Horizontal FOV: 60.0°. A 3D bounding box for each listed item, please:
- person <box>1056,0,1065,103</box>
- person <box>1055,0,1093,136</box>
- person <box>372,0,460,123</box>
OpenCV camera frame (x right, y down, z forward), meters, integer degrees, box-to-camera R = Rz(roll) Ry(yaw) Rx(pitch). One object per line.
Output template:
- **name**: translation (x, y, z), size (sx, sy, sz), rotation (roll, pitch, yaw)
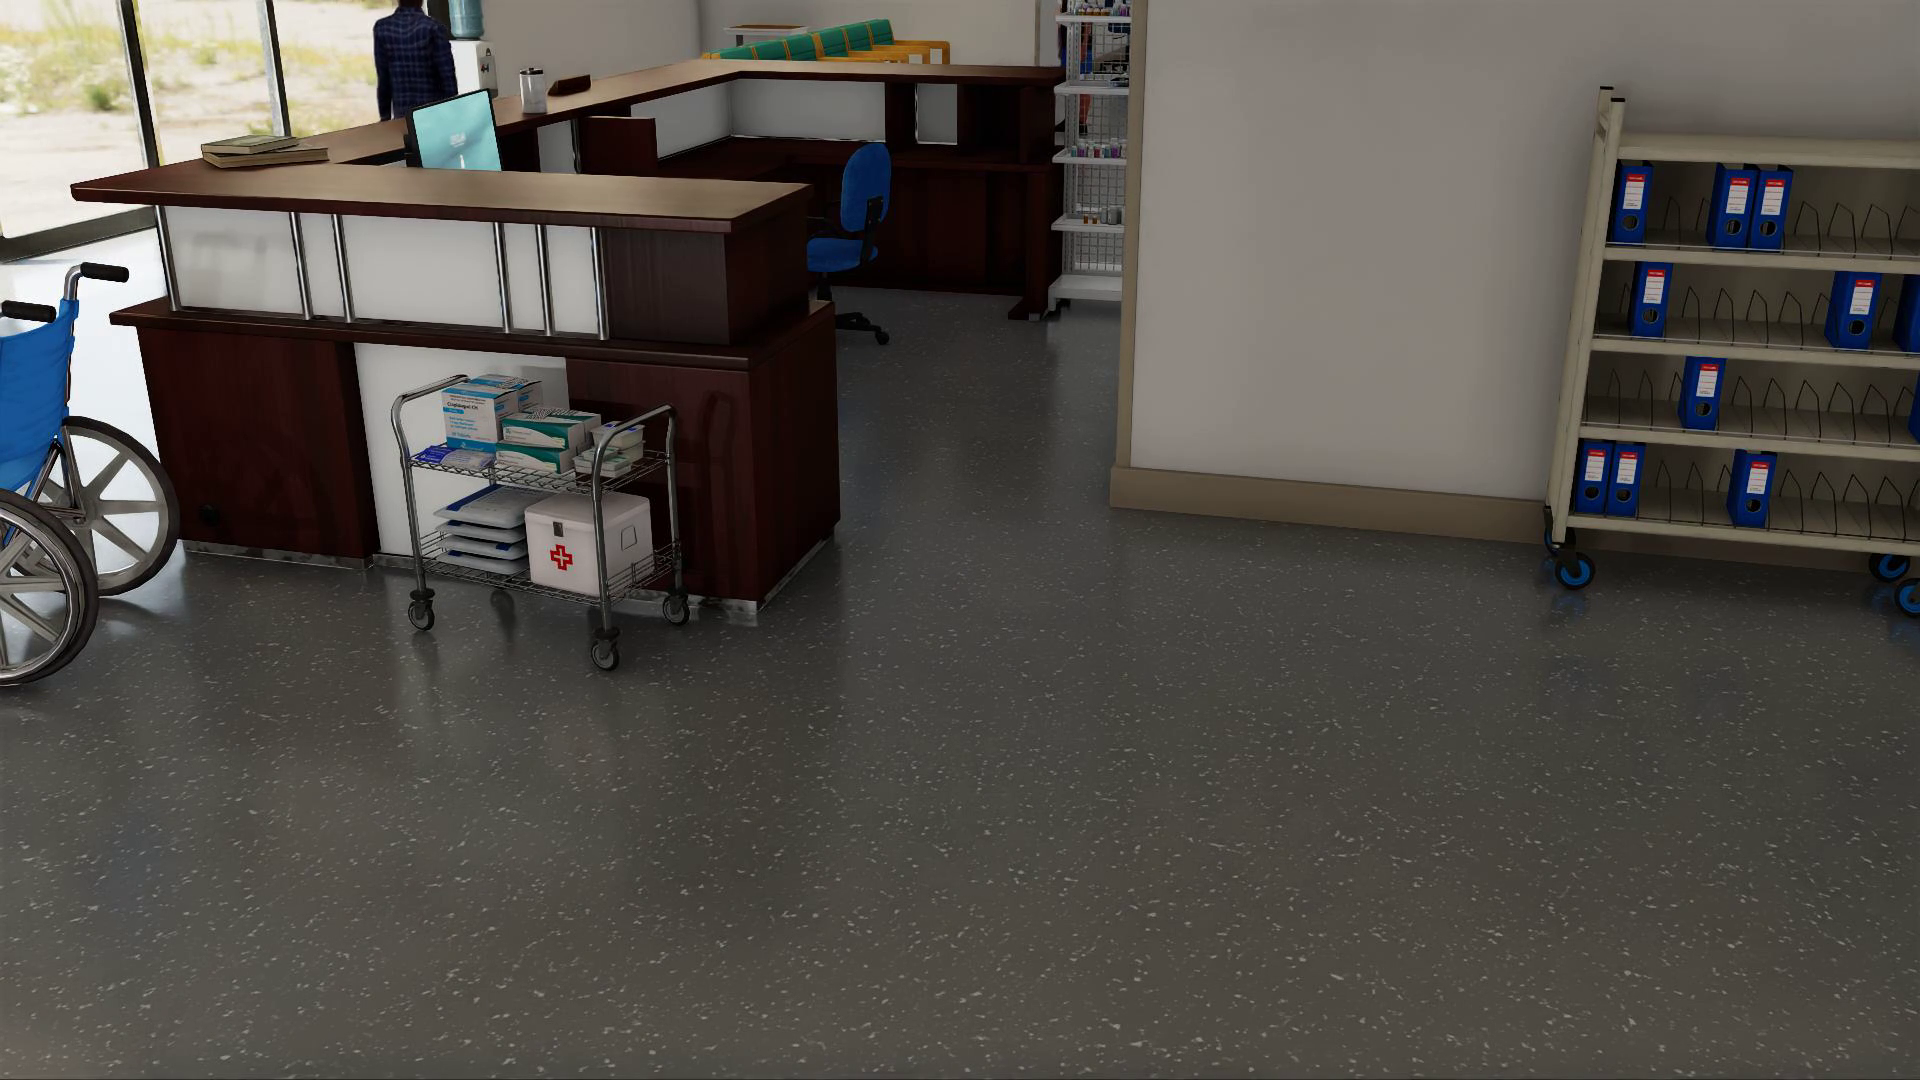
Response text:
- **person**: translation (1.317, -5.950, 19.691), size (0.913, 1.540, 0.676), rotation (9, 22, 22)
- **person**: translation (1.194, -5.066, 17.000), size (0.754, 1.794, 0.699), rotation (-10, 23, -26)
- **person**: translation (-3.473, -2.668, 10.642), size (0.678, 1.812, 0.769), rotation (2, 21, 6)
